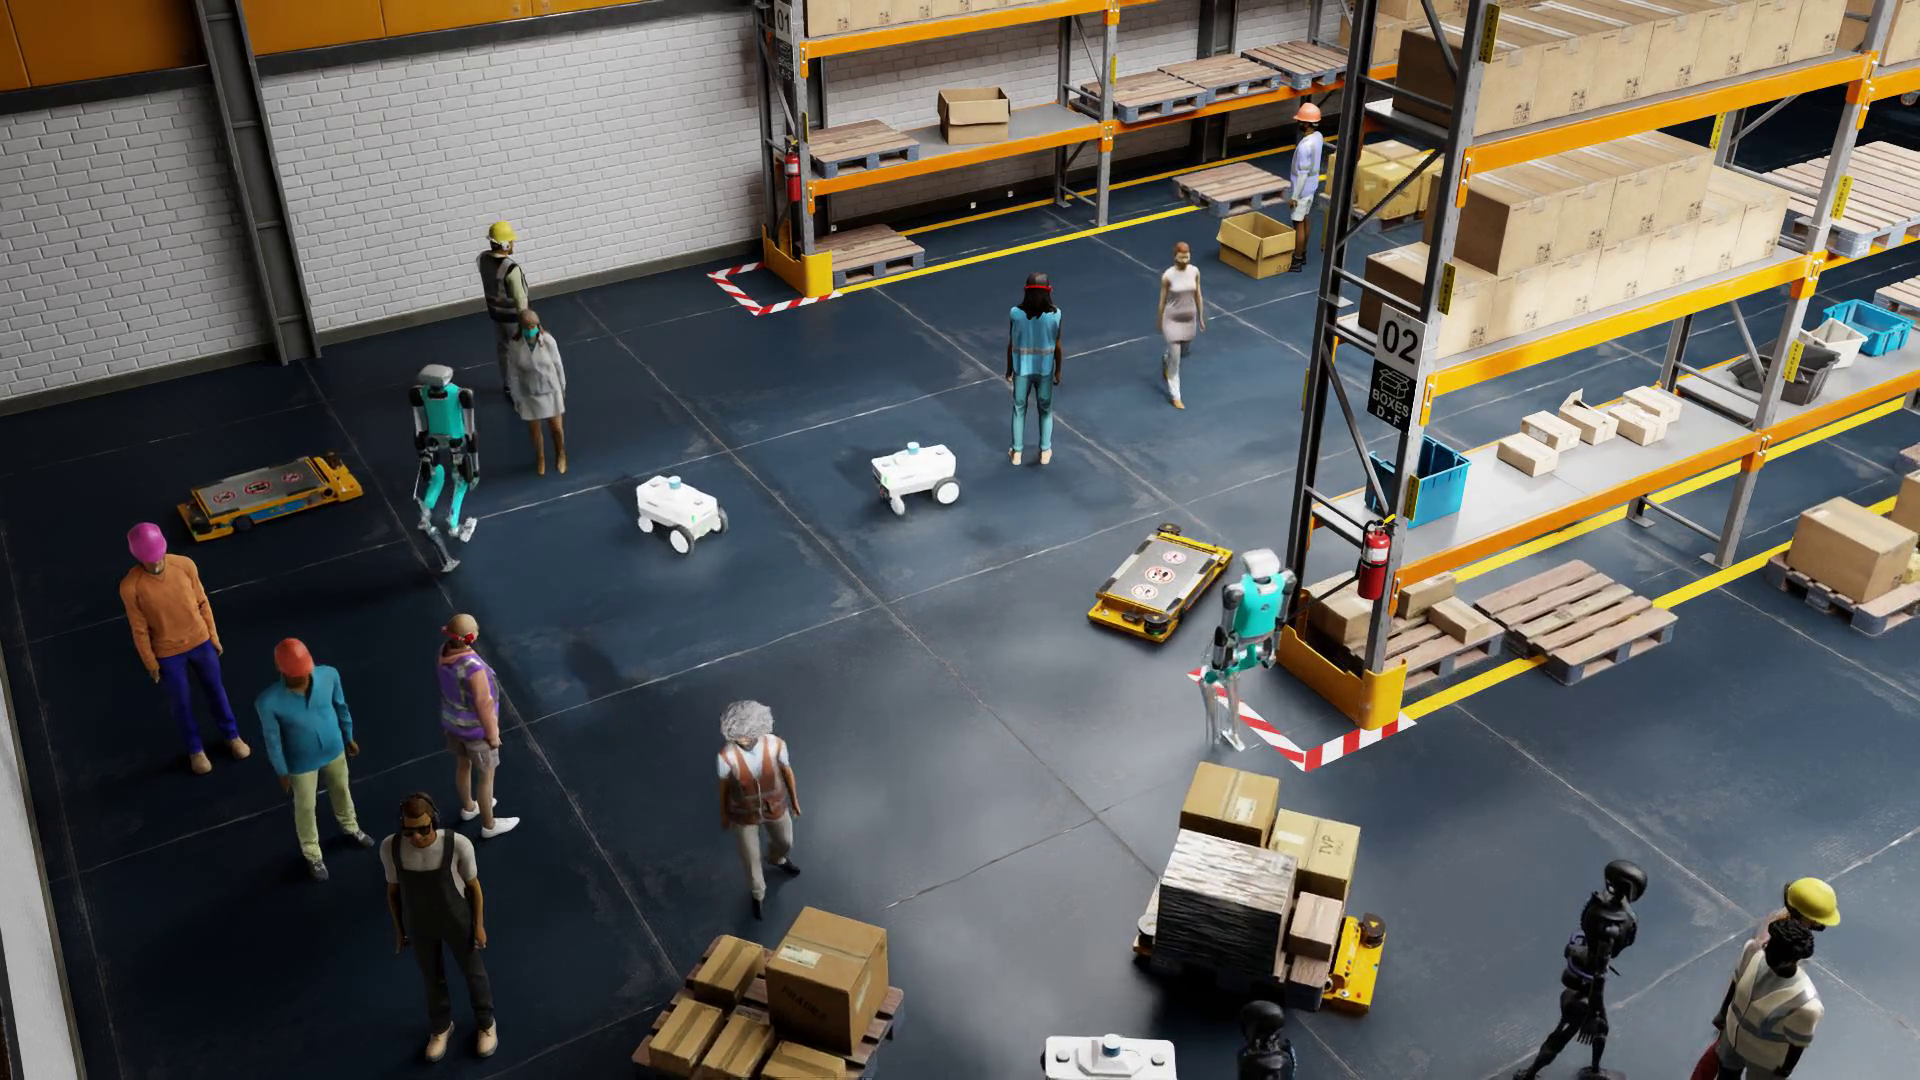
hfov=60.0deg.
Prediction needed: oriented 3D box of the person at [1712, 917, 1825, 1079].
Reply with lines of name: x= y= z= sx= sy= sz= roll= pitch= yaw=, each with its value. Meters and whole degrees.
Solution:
person: x=4.121 y=2.596 z=8.607 sx=0.318 sy=1.691 sz=0.535 roll=-8 pitch=33 yaw=-13

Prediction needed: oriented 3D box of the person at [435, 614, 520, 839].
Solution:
person: x=-3.171 y=1.205 z=10.830 sx=0.478 sy=1.682 sz=0.360 roll=25 pitch=40 yaw=34

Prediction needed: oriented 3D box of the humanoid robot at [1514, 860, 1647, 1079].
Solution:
humanoid robot: x=3.440 y=2.380 z=8.970 sx=0.581 sy=1.638 sz=0.595 roll=12 pitch=34 yaw=18

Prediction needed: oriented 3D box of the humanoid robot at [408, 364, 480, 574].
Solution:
humanoid robot: x=-4.213 y=-0.497 z=13.499 sx=0.534 sy=1.730 sz=0.981 roll=3 pitch=32 yaw=5

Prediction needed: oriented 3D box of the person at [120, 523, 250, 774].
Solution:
person: x=-5.317 y=0.721 z=11.338 sx=0.516 sy=1.973 sz=0.402 roll=-26 pitch=41 yaw=-35

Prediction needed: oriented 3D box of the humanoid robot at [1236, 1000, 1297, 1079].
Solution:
humanoid robot: x=1.535 y=2.902 z=8.164 sx=0.451 sy=1.644 sz=0.612 roll=-2 pitch=32 yaw=-3

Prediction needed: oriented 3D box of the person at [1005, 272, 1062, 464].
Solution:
person: x=0.663 y=-1.534 z=15.037 sx=0.507 sy=1.862 sz=0.395 roll=0 pitch=32 yaw=0

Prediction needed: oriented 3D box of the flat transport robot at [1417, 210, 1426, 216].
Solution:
flat transport robot: x=6.385 y=-4.323 z=20.979 sx=0.659 sy=0.231 sz=1.431 roll=22 pitch=38 yaw=31

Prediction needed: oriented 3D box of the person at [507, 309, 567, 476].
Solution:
person: x=-3.767 y=-1.305 z=14.866 sx=0.479 sy=1.649 sz=0.451 roll=-5 pitch=32 yaw=-7

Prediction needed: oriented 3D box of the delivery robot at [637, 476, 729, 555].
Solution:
delivery robot: x=-2.398 y=-0.249 z=14.226 sx=0.807 sy=0.609 sz=0.499 roll=21 pitch=38 yaw=30

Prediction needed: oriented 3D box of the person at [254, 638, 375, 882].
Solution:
person: x=-4.083 y=1.343 z=10.551 sx=0.348 sy=1.747 sz=0.567 roll=26 pitch=40 yaw=35

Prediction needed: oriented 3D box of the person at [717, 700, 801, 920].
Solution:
person: x=-1.251 y=1.593 z=10.229 sx=0.497 sy=1.660 sz=0.572 roll=-11 pitch=34 yaw=-17

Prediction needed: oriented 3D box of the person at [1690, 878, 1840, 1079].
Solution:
person: x=4.349 y=2.488 z=8.732 sx=0.542 sy=1.735 sz=0.758 roll=-25 pitch=40 yaw=-34

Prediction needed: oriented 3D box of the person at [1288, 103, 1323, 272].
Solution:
person: x=3.874 y=-4.001 z=18.896 sx=0.358 sy=1.937 sz=0.544 roll=14 pitch=35 yaw=22

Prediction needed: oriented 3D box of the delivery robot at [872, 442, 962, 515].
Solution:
delivery robot: x=-0.384 y=-0.585 z=14.742 sx=0.760 sy=0.589 sz=0.522 roll=-13 pitch=34 yaw=-20

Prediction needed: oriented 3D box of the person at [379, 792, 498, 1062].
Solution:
person: x=-2.874 y=2.133 z=9.198 sx=0.506 sy=1.846 sz=0.346 roll=-3 pitch=32 yaw=-4

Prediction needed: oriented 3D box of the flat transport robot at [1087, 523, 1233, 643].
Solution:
flat transport robot: x=1.650 y=0.334 z=13.552 sx=0.659 sy=0.231 sz=1.431 roll=17 pitch=36 yaw=25

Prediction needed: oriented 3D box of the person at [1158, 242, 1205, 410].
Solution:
person: x=2.123 y=-2.157 z=16.225 sx=0.443 sy=1.636 sz=0.720 roll=-11 pitch=34 yaw=-17

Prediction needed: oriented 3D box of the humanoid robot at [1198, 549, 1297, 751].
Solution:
humanoid robot: x=1.901 y=0.731 z=11.552 sx=0.551 sy=1.783 sz=0.756 roll=-12 pitch=34 yaw=-19

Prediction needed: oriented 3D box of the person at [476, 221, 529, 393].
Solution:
person: x=-4.373 y=-2.217 z=16.164 sx=0.595 sy=1.819 sz=0.403 roll=25 pitch=40 yaw=34

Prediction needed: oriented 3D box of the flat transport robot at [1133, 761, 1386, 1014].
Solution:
flat transport robot: x=1.840 y=2.434 z=10.201 sx=1.431 sy=0.231 sz=0.659 roll=11 pitch=34 yaw=17

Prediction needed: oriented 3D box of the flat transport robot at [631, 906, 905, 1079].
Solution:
flat transport robot: x=-1.087 y=3.006 z=9.290 sx=0.659 sy=0.231 sz=1.431 roll=12 pitch=34 yaw=18

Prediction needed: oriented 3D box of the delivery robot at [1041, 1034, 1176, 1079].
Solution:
delivery robot: x=0.783 y=2.956 z=9.119 sx=0.791 sy=0.614 sz=0.499 roll=1 pitch=32 yaw=2

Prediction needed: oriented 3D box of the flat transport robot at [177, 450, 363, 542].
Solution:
flat transport robot: x=-6.109 y=-0.396 z=14.715 sx=1.431 sy=0.231 sz=0.659 roll=-20 pitch=37 yaw=-29
